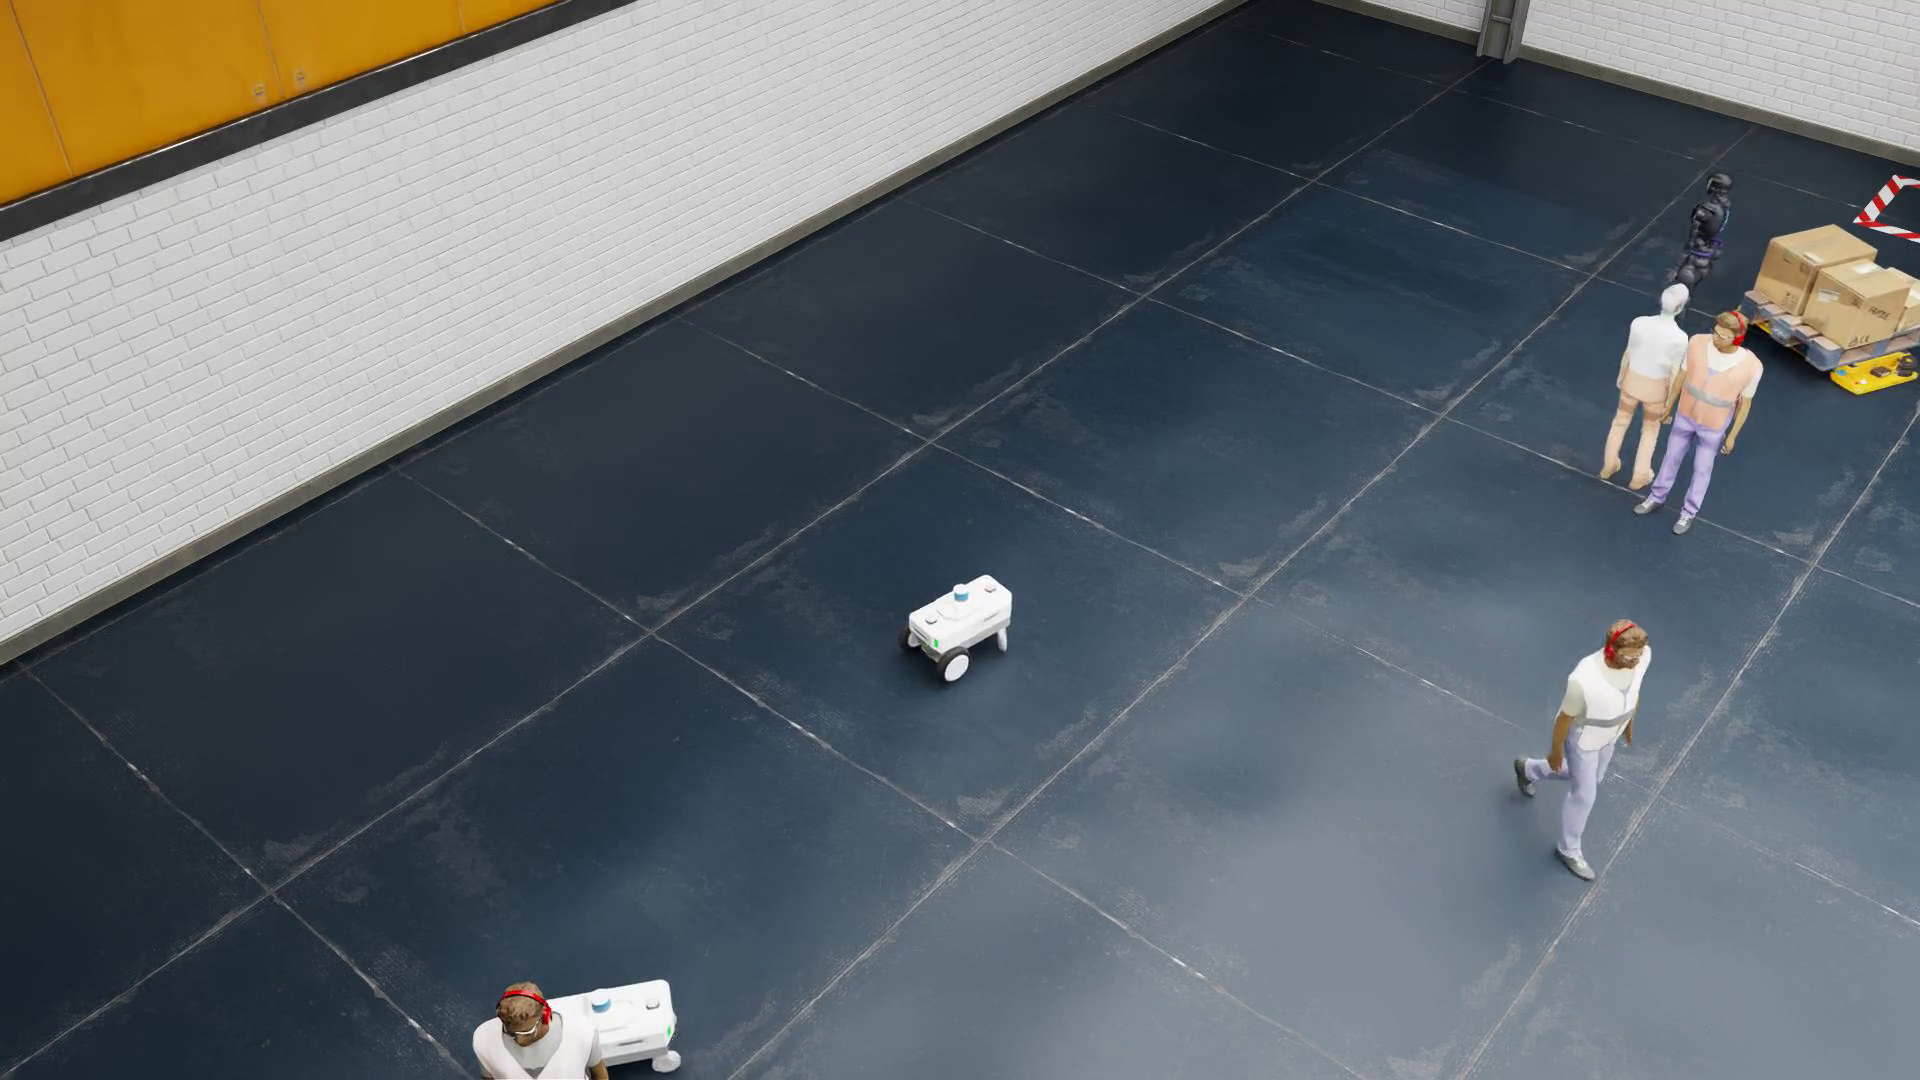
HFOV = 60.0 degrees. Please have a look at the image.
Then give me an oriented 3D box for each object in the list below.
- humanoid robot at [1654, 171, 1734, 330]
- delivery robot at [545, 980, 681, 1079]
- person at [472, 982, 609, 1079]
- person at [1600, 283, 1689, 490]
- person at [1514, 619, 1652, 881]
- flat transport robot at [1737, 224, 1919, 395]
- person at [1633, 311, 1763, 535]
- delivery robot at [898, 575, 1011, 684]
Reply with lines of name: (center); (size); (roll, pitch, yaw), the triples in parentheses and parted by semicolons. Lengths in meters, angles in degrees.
humanoid robot: (6.211, -2.387, 14.119); (0.583, 1.648, 0.394); (-31, 48, -33)
delivery robot: (-1.887, 2.603, 8.821); (0.773, 0.586, 0.499); (-8, 40, -10)
person: (-1.901, 2.646, 7.745); (0.569, 1.845, 0.383); (-4, 39, -5)
person: (5.194, -1.170, 12.570); (0.482, 1.740, 0.351); (32, 48, 33)
person: (3.630, 1.110, 9.673); (0.576, 1.818, 0.739); (-23, 44, -25)
flat transport robot: (7.536, -1.755, 14.465); (0.659, 0.231, 1.431); (-14, 41, -17)
person: (5.420, -0.879, 12.123); (0.378, 1.841, 0.565); (-29, 47, -31)
delivery robot: (-0.017, 0.586, 11.346); (0.785, 0.614, 0.516); (-27, 46, -29)
